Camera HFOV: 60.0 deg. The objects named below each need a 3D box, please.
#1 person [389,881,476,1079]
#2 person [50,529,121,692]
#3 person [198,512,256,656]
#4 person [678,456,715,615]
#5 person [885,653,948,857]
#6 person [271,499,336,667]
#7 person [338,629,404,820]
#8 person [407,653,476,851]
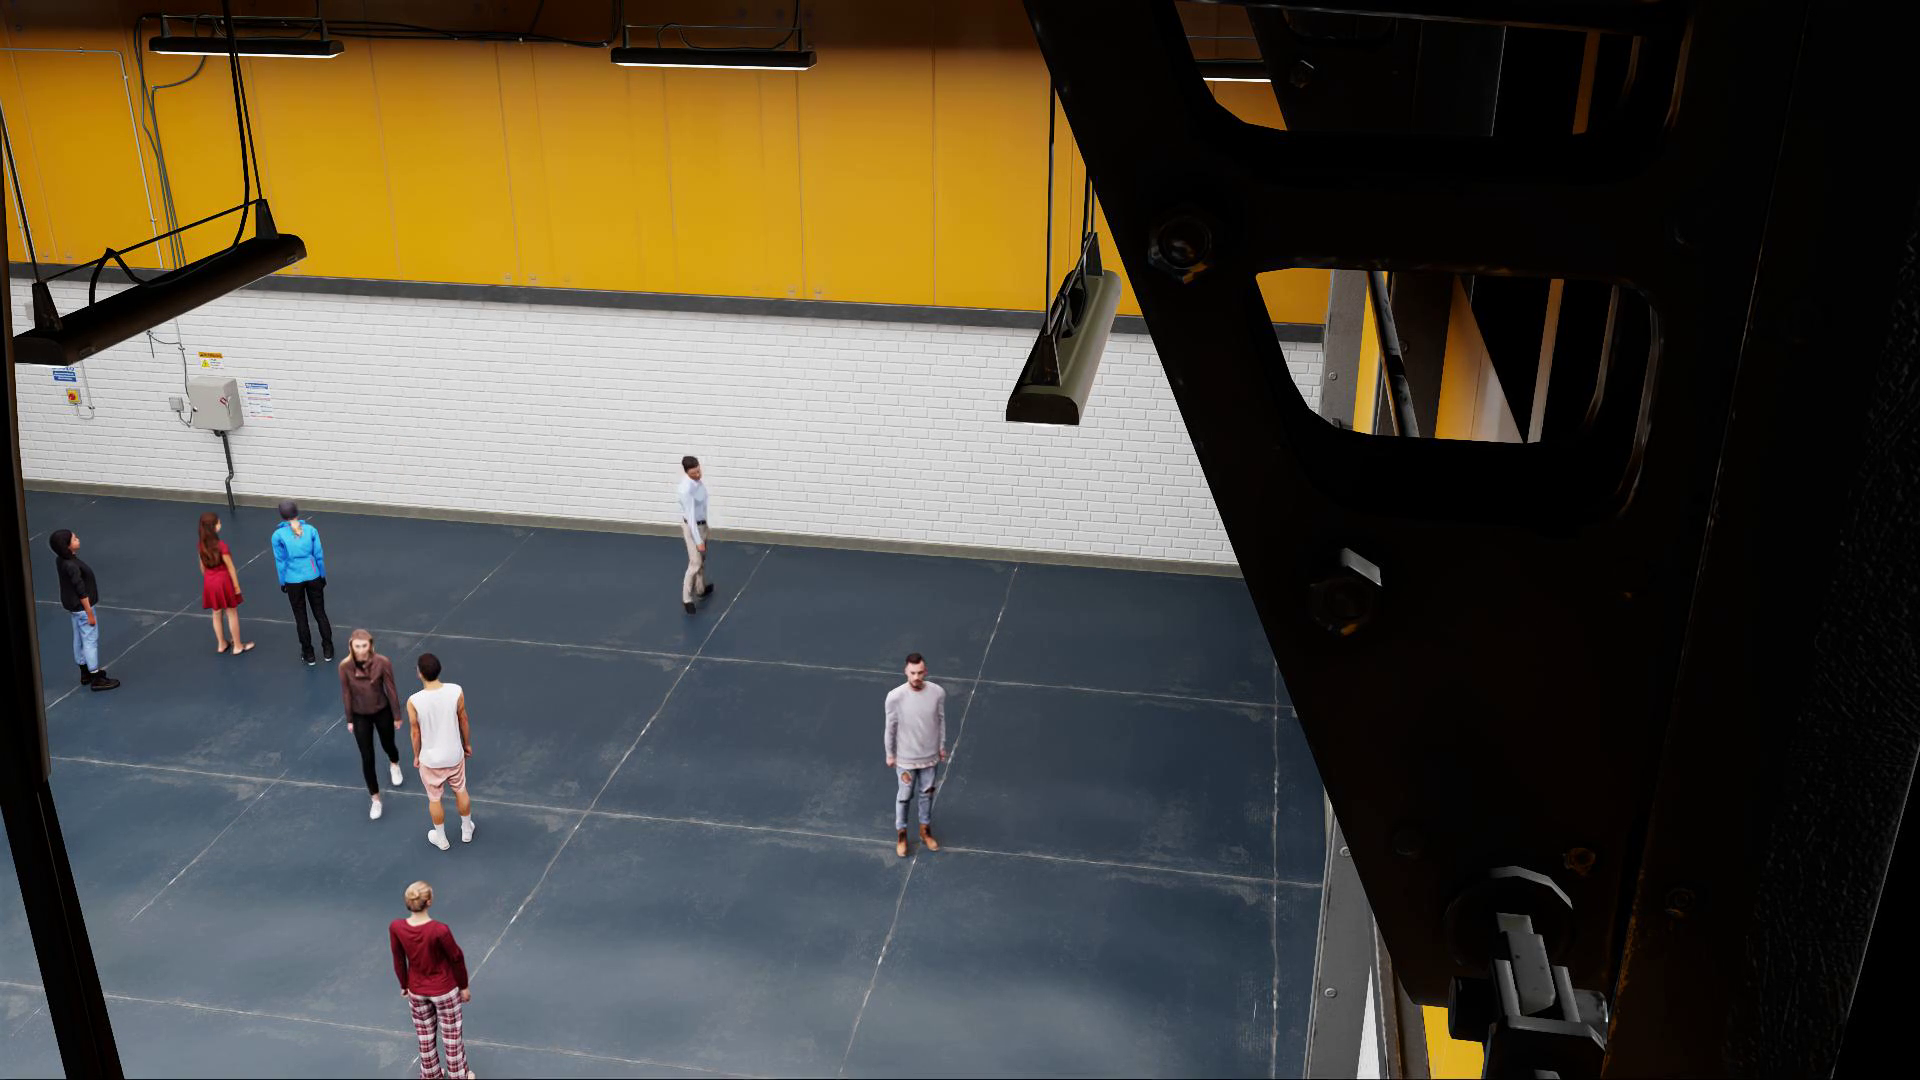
[{"bbox_3d":[-3.559,3.006,11.226,0.638,1.699,0.521,2,24,5],"label":"person"},{"bbox_3d":[-8.750,0.681,16.540,0.662,1.701,0.690,20,31,38],"label":"person"},{"bbox_3d":[-7.687,0.444,17.268,0.551,1.552,0.607,6,24,13],"label":"person"},{"bbox_3d":[-2.900,-0.137,18.281,0.994,1.807,0.547,-5,24,-10],"label":"person"},{"bbox_3d":[-0.363,1.761,13.898,0.760,1.839,0.728,-7,25,-16],"label":"person"},{"bbox_3d":[-6.719,0.421,17.013,0.693,1.799,0.722,-12,26,-25],"label":"person"},{"bbox_3d":[-5.148,1.527,14.640,0.901,1.674,1.118,-6,24,-14],"label":"person"},{"bbox_3d":[-4.356,1.767,13.944,0.731,1.792,0.779,-14,27,-29],"label":"person"}]
